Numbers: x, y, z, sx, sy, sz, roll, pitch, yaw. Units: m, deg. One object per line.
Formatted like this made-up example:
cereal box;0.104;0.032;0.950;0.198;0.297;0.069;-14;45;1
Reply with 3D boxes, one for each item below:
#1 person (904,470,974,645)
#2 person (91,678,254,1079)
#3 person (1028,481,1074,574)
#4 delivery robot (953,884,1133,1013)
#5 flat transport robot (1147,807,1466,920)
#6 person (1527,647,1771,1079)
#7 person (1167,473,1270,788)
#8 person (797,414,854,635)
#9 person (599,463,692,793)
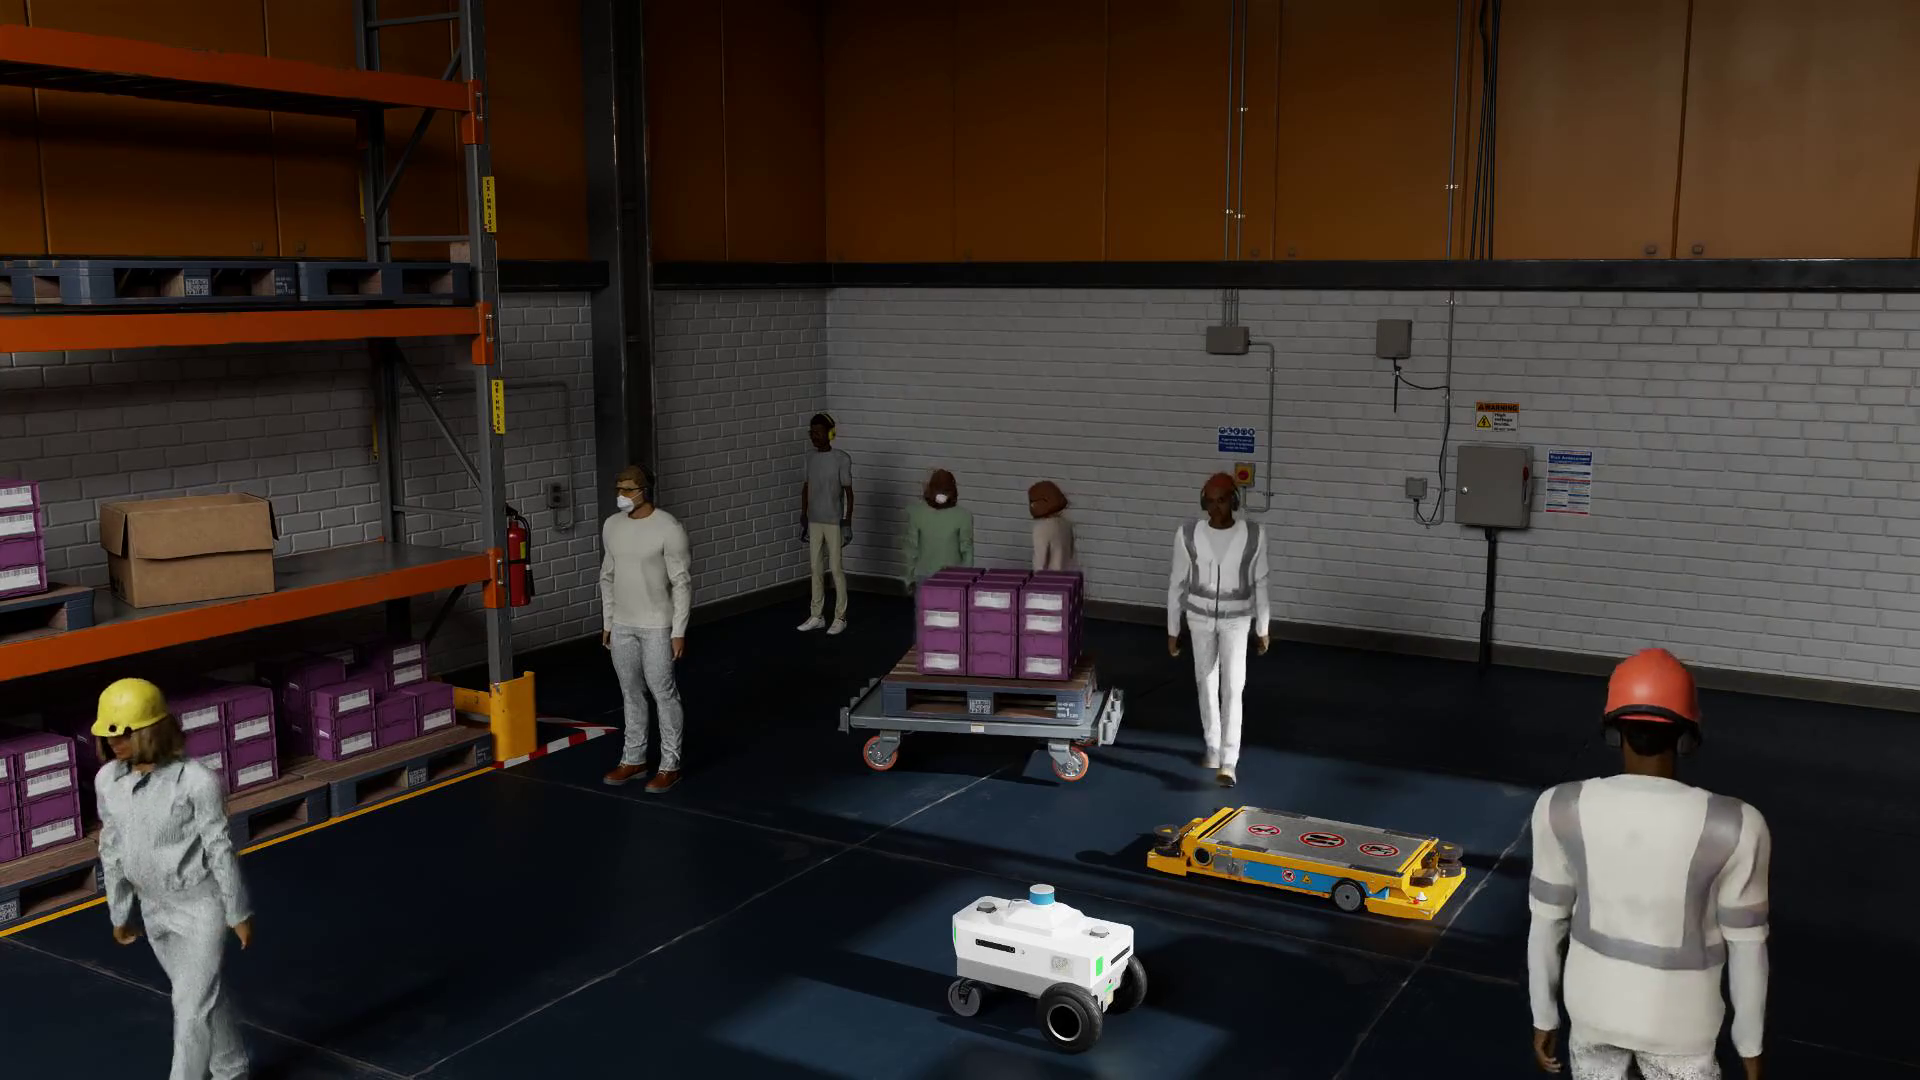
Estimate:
person;-0.206;0.280;12.229;0.637;1.604;0.337;2;9;13
person;-2.722;1.284;5.700;0.510;1.690;0.741;3;10;19
person;0.616;0.402;11.424;0.361;1.608;0.533;6;11;34
delivery robot;0.329;1.638;6.729;0.707;0.478;0.477;5;10;30
flat transport robot;1.722;1.575;8.297;1.431;0.197;0.652;5;11;30
person;1.843;1.305;4.530;0.629;2.028;0.765;6;11;35
person;1.520;0.538;9.905;0.590;1.836;0.972;3;9;16
person;-1.140;-0.136;14.014;0.534;1.865;0.311;5;11;30
person;-1.853;0.510;9.756;0.636;1.938;0.355;5;11;30
